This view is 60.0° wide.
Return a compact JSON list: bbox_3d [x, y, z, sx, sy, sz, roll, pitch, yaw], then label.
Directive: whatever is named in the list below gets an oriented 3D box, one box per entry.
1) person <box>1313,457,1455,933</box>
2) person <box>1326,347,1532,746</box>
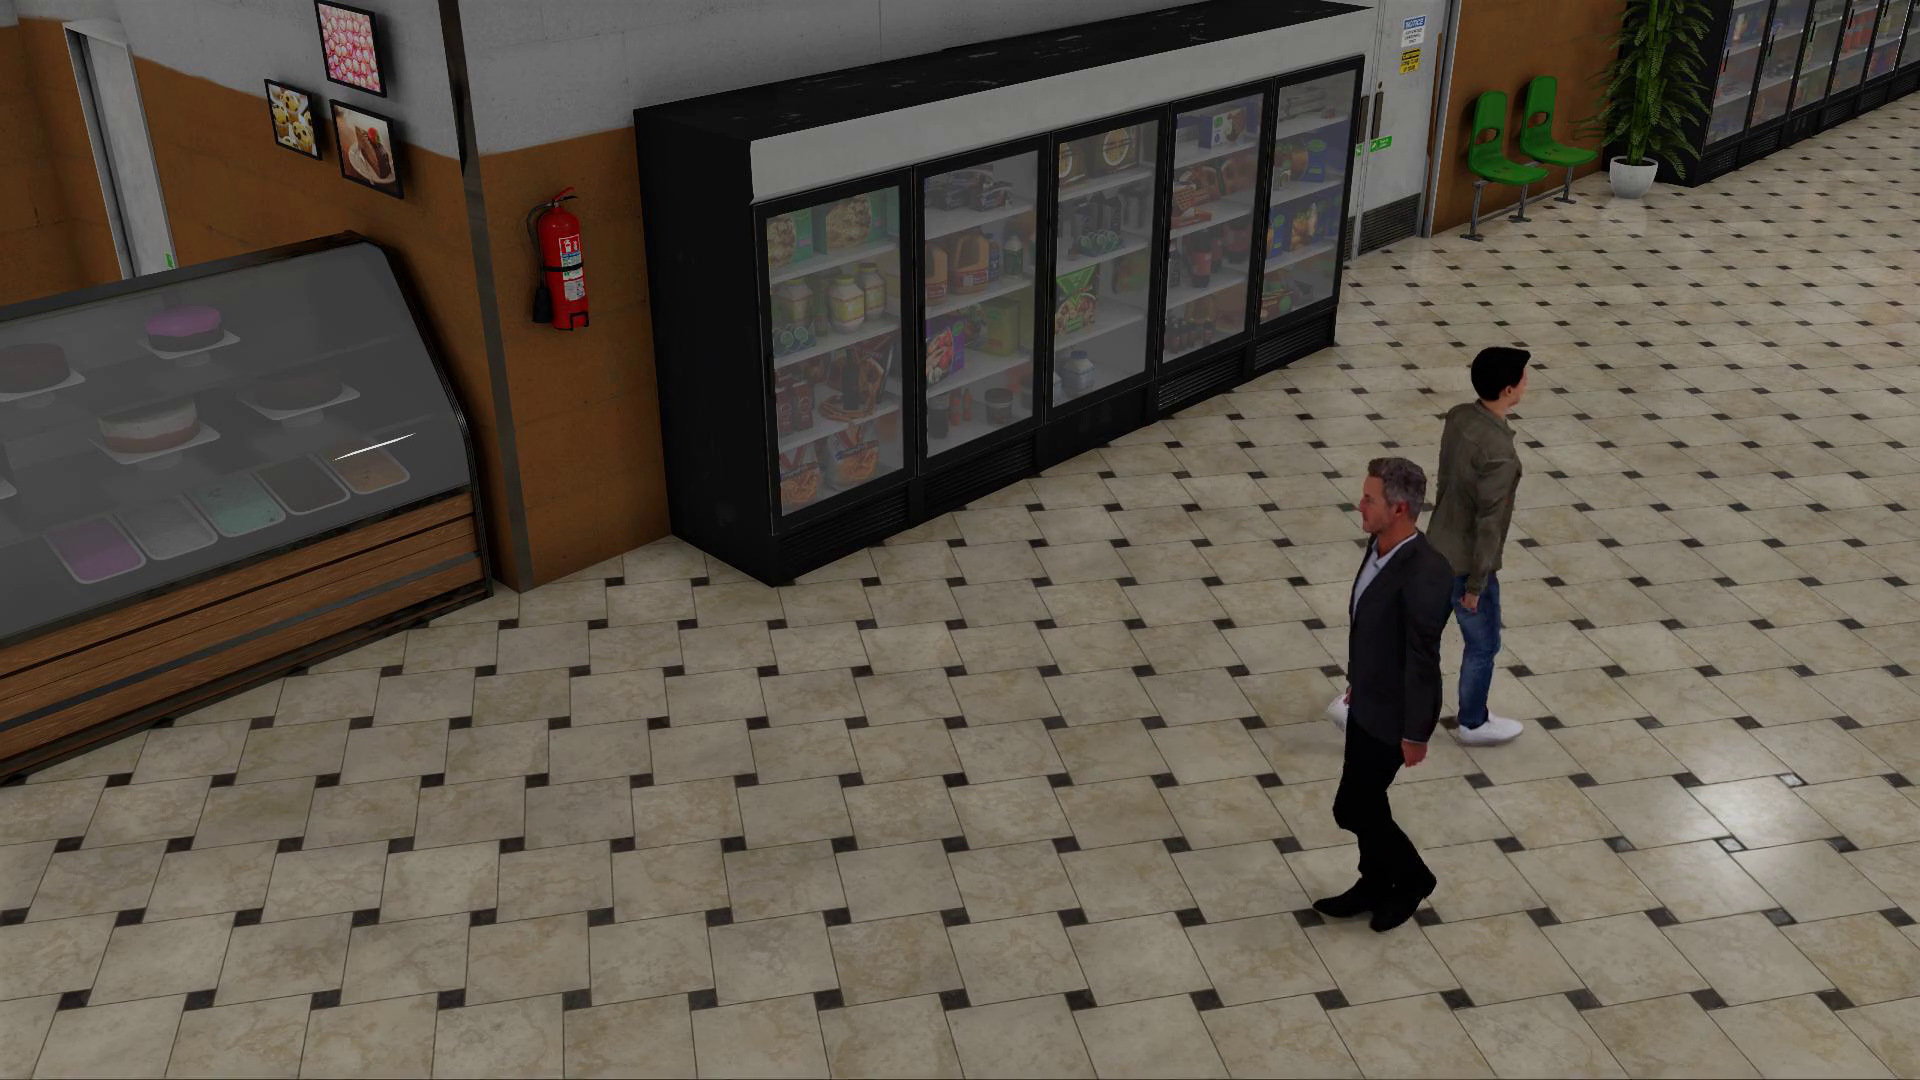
[{"bbox_3d":[1.589,0.570,5.894,0.924,1.819,0.849,-4,27,-7],"label":"person"},{"bbox_3d":[1.968,0.087,6.824,1.157,1.839,1.198,-5,27,-10],"label":"person"}]
